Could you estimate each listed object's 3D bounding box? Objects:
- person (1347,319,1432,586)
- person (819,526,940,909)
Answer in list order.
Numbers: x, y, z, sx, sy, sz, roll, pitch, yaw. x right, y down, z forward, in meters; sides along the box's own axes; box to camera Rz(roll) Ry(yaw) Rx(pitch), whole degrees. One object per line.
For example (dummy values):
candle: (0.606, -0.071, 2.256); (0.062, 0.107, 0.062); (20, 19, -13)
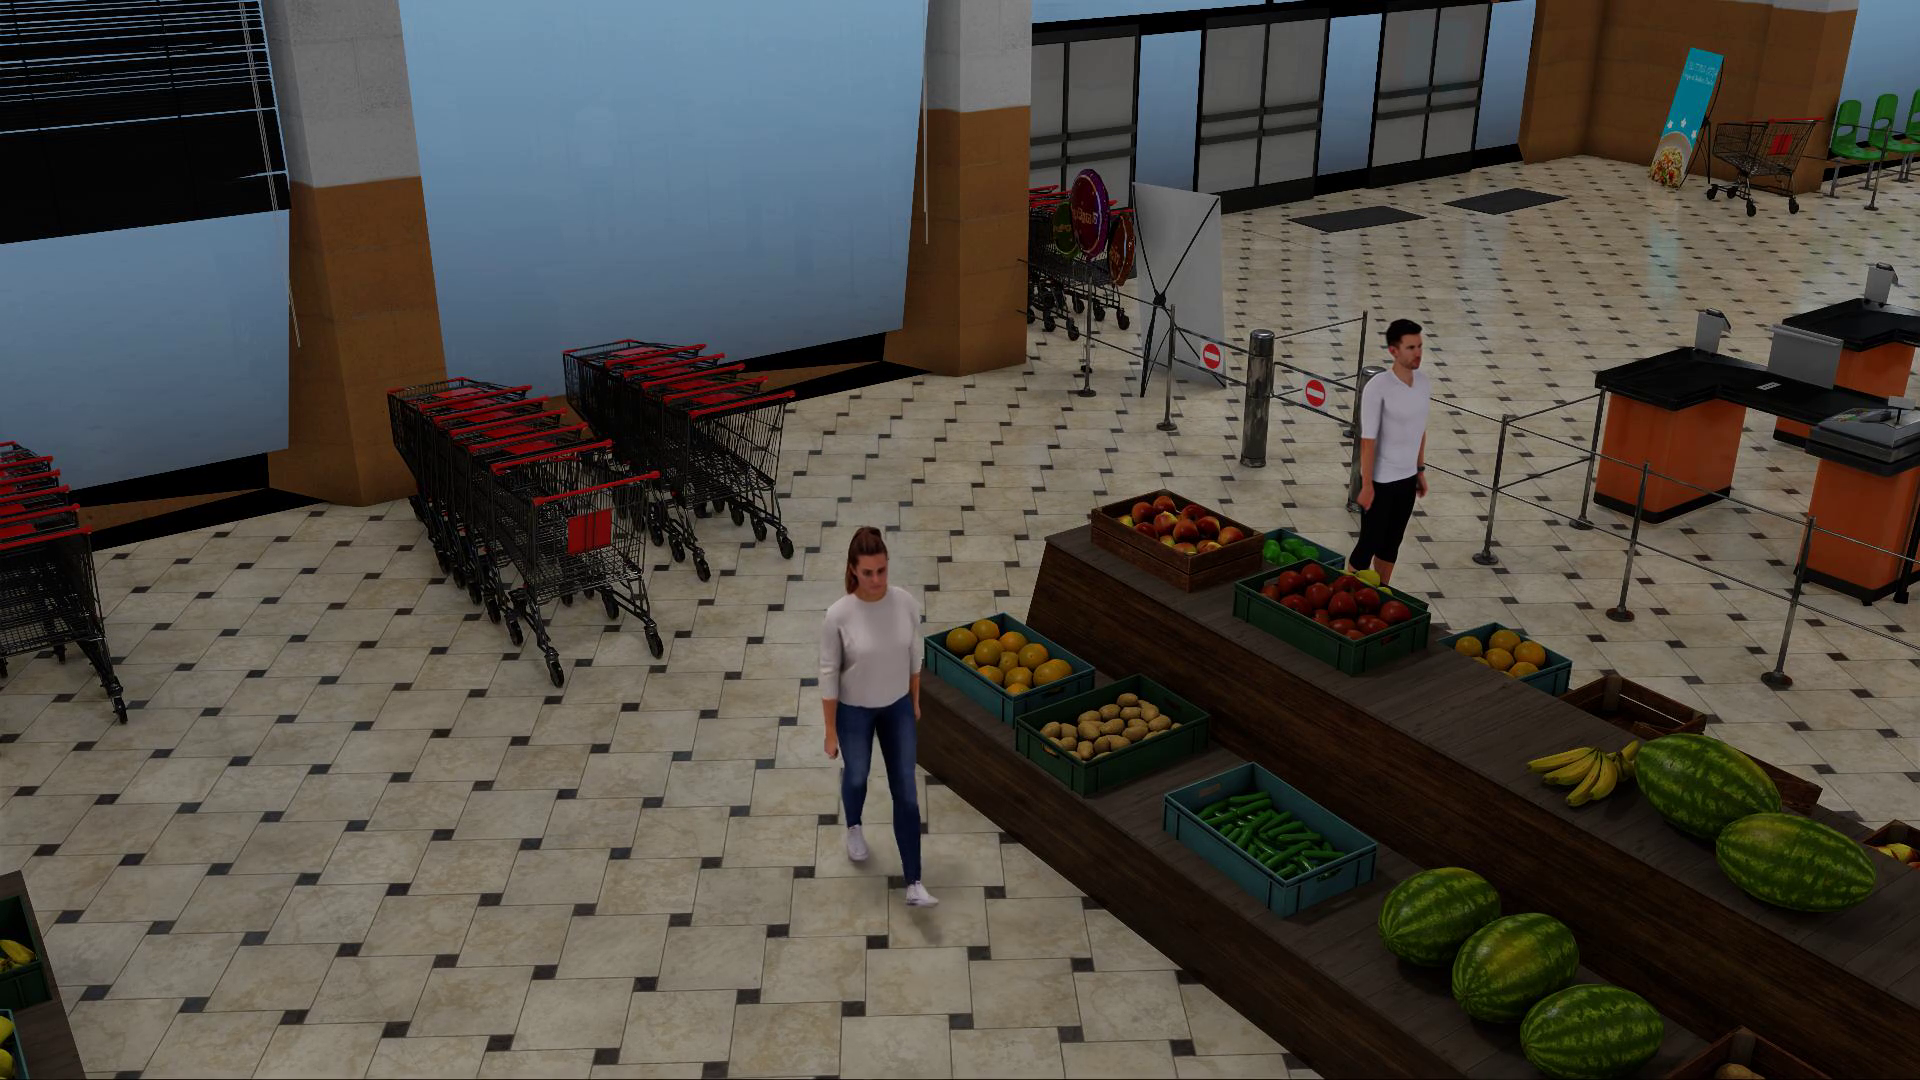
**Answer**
person: (2.491, -0.383, 9.659); (0.662, 1.851, 0.541); (-15, 28, -30)
person: (-0.412, 0.736, 7.318); (0.848, 1.678, 1.152); (-8, 25, -17)
